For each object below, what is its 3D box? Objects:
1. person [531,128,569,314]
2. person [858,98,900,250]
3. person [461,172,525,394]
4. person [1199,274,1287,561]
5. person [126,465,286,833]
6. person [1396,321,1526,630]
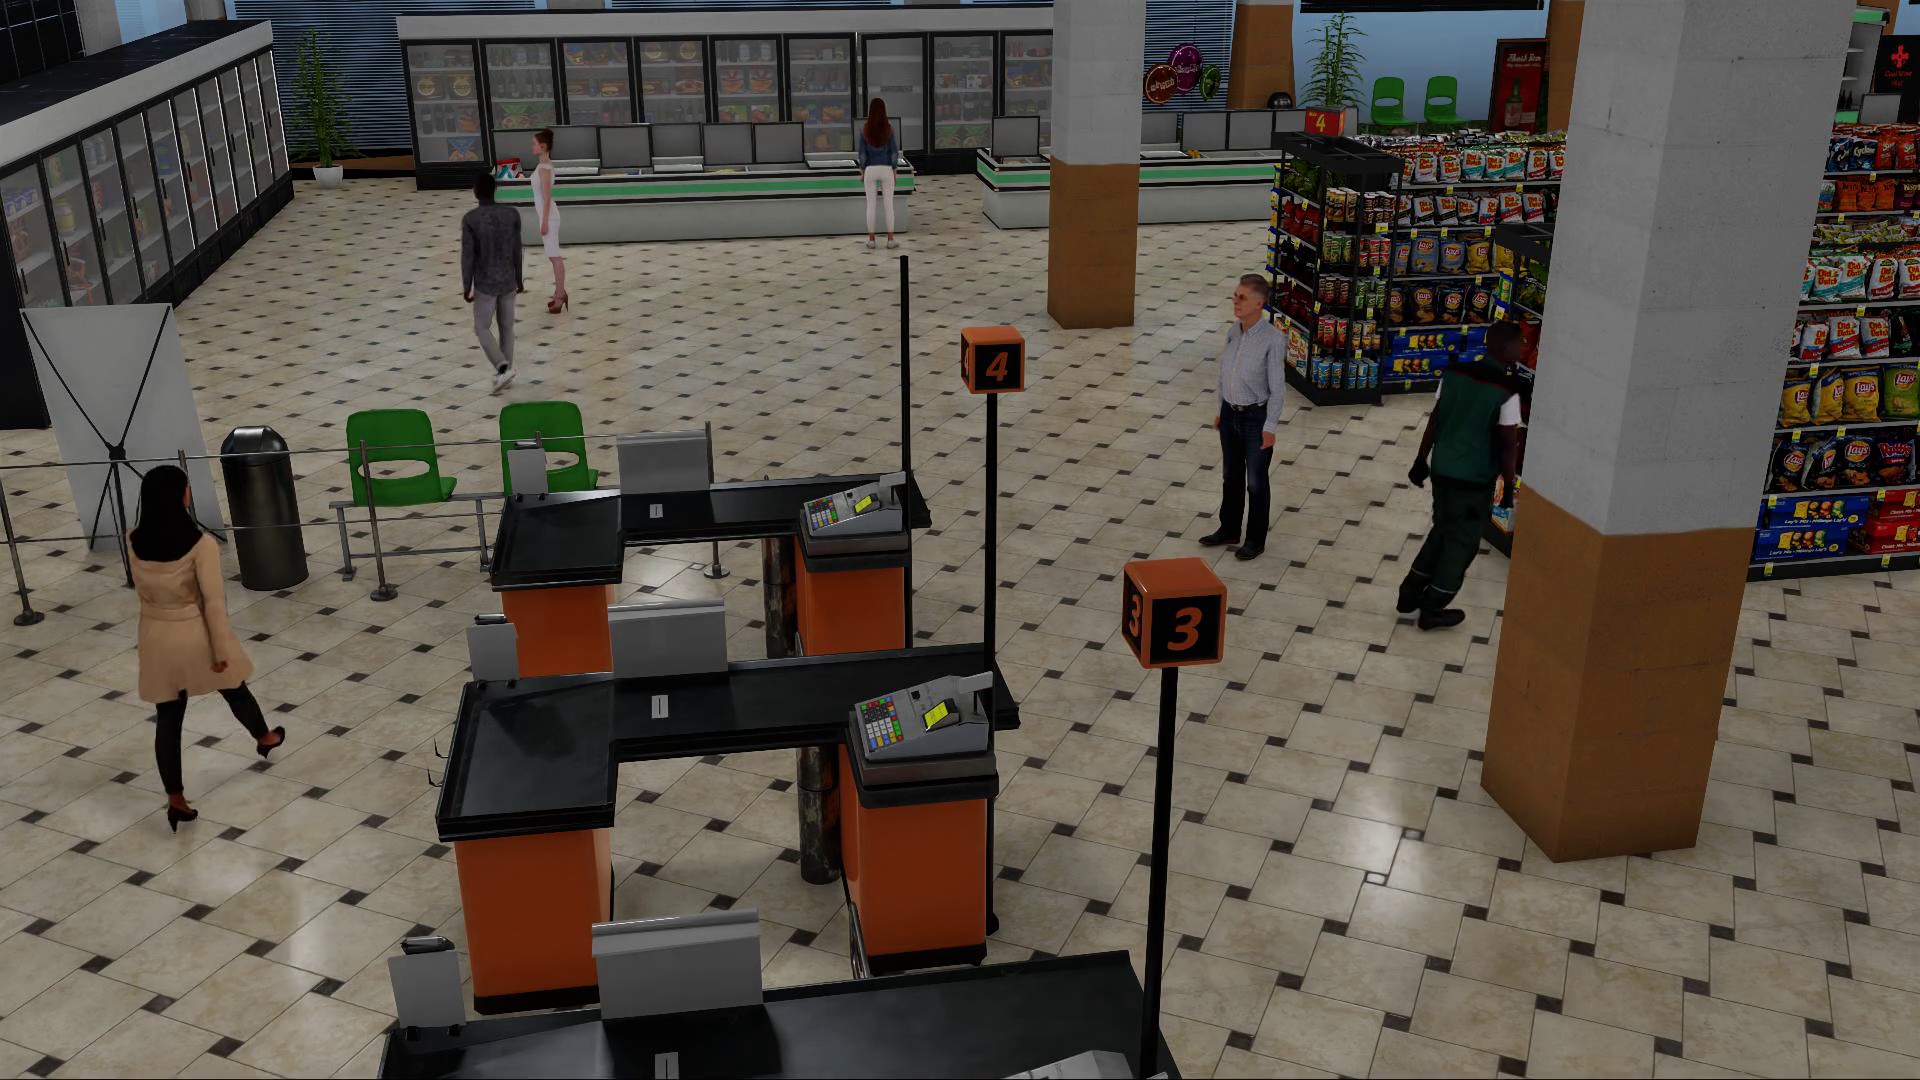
[{"bbox_3d":[-4.023,-3.128,16.314,0.499,1.793,0.586,-6,23,-15],"label":"person"},{"bbox_3d":[-0.934,-4.209,19.126,0.531,1.702,0.718,1,22,3],"label":"person"},{"bbox_3d":[-3.803,-2.089,13.684,0.981,1.826,0.998,-17,27,-36],"label":"person"},{"bbox_3d":[1.807,-0.778,10.432,0.714,1.819,0.735,-15,26,-33],"label":"person"},{"bbox_3d":[-3.513,0.523,7.430,1.077,1.642,0.915,2,22,5],"label":"person"},{"bbox_3d":[2.779,-0.331,9.355,0.813,1.793,0.796,20,30,41],"label":"person"}]
